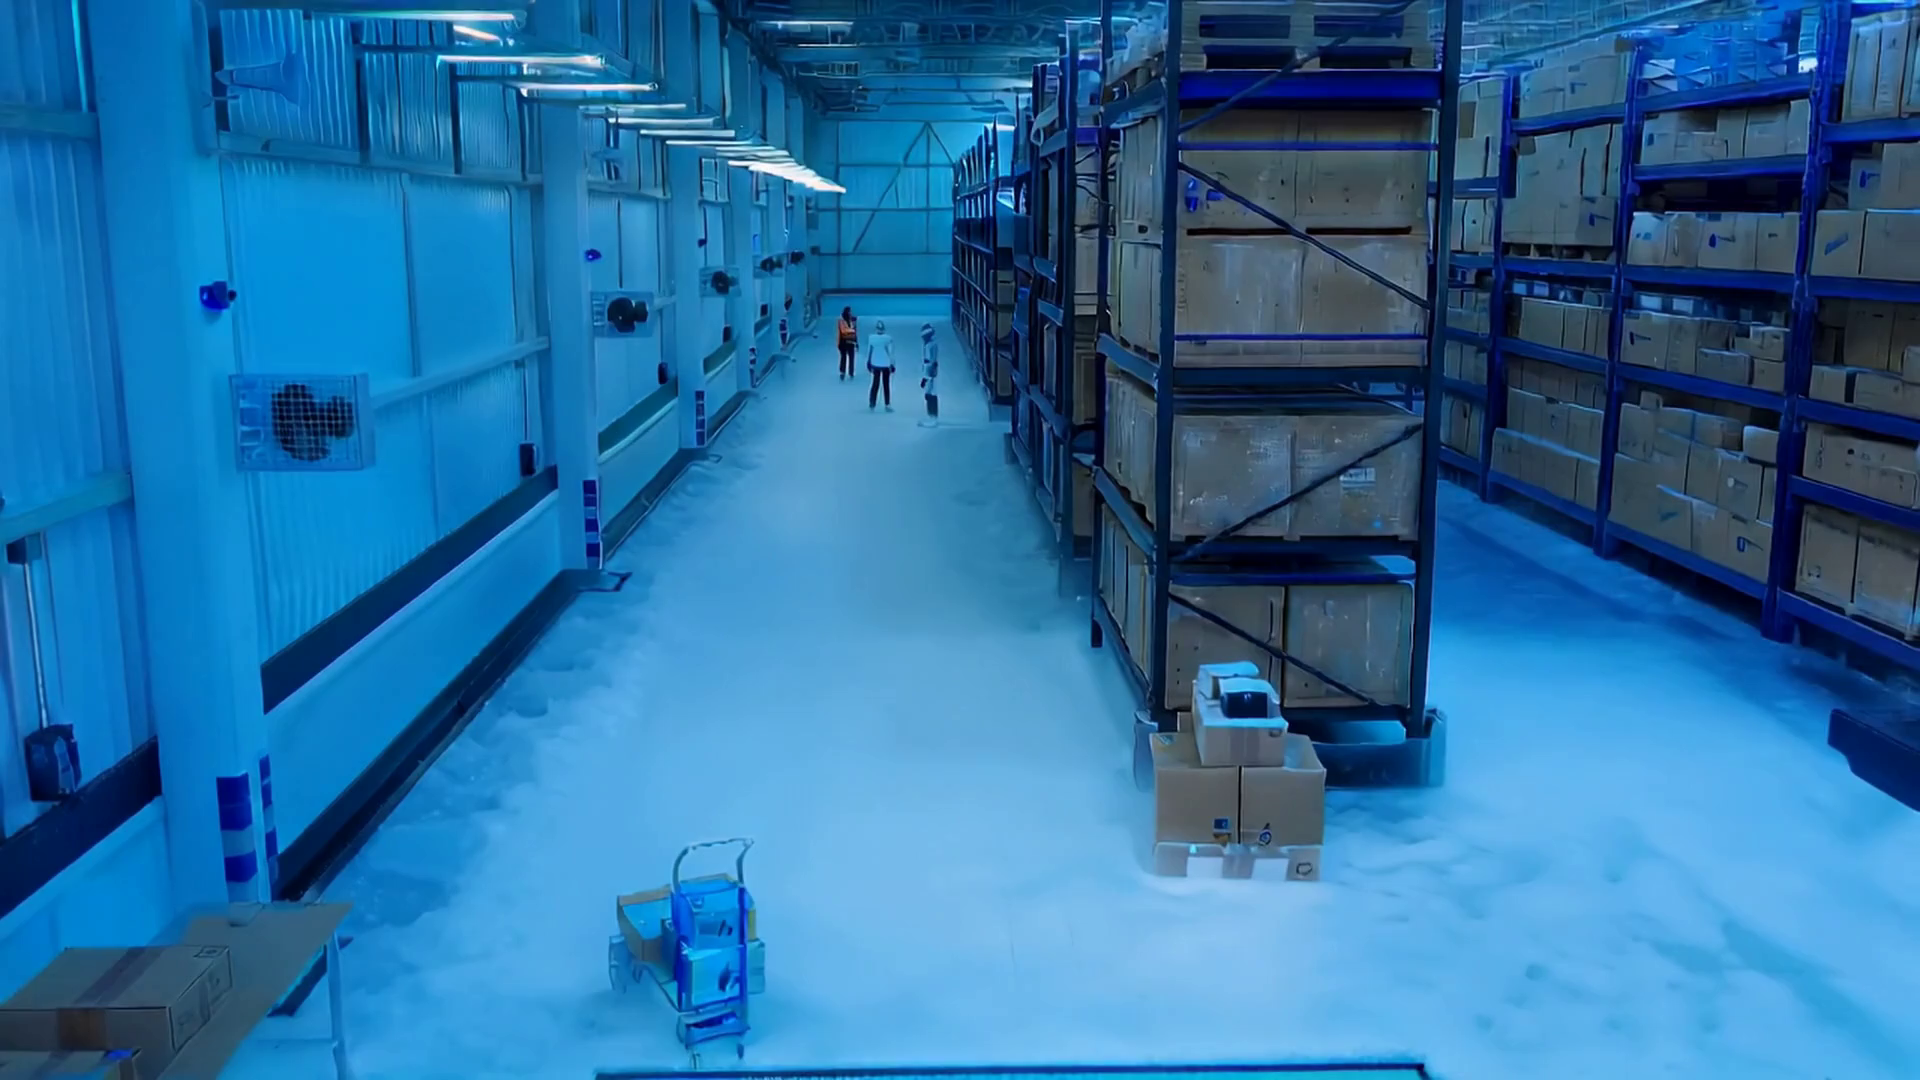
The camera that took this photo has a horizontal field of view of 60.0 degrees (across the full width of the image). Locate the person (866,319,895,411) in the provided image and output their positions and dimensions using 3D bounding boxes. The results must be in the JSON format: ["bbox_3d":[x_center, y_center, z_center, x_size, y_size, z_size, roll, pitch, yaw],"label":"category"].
[{"bbox_3d":[-1.705,-3.748,35.693,0.617,1.986,0.409,-3,11,-14],"label":"person"}]

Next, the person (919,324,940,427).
[{"bbox_3d":[-0.614,-3.250,32.934,0.366,2.048,0.607,4,11,18],"label":"person"}]

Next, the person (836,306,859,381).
[{"bbox_3d":[-2.872,-5.013,42.467,0.586,1.913,0.397,-5,12,-26],"label":"person"}]
